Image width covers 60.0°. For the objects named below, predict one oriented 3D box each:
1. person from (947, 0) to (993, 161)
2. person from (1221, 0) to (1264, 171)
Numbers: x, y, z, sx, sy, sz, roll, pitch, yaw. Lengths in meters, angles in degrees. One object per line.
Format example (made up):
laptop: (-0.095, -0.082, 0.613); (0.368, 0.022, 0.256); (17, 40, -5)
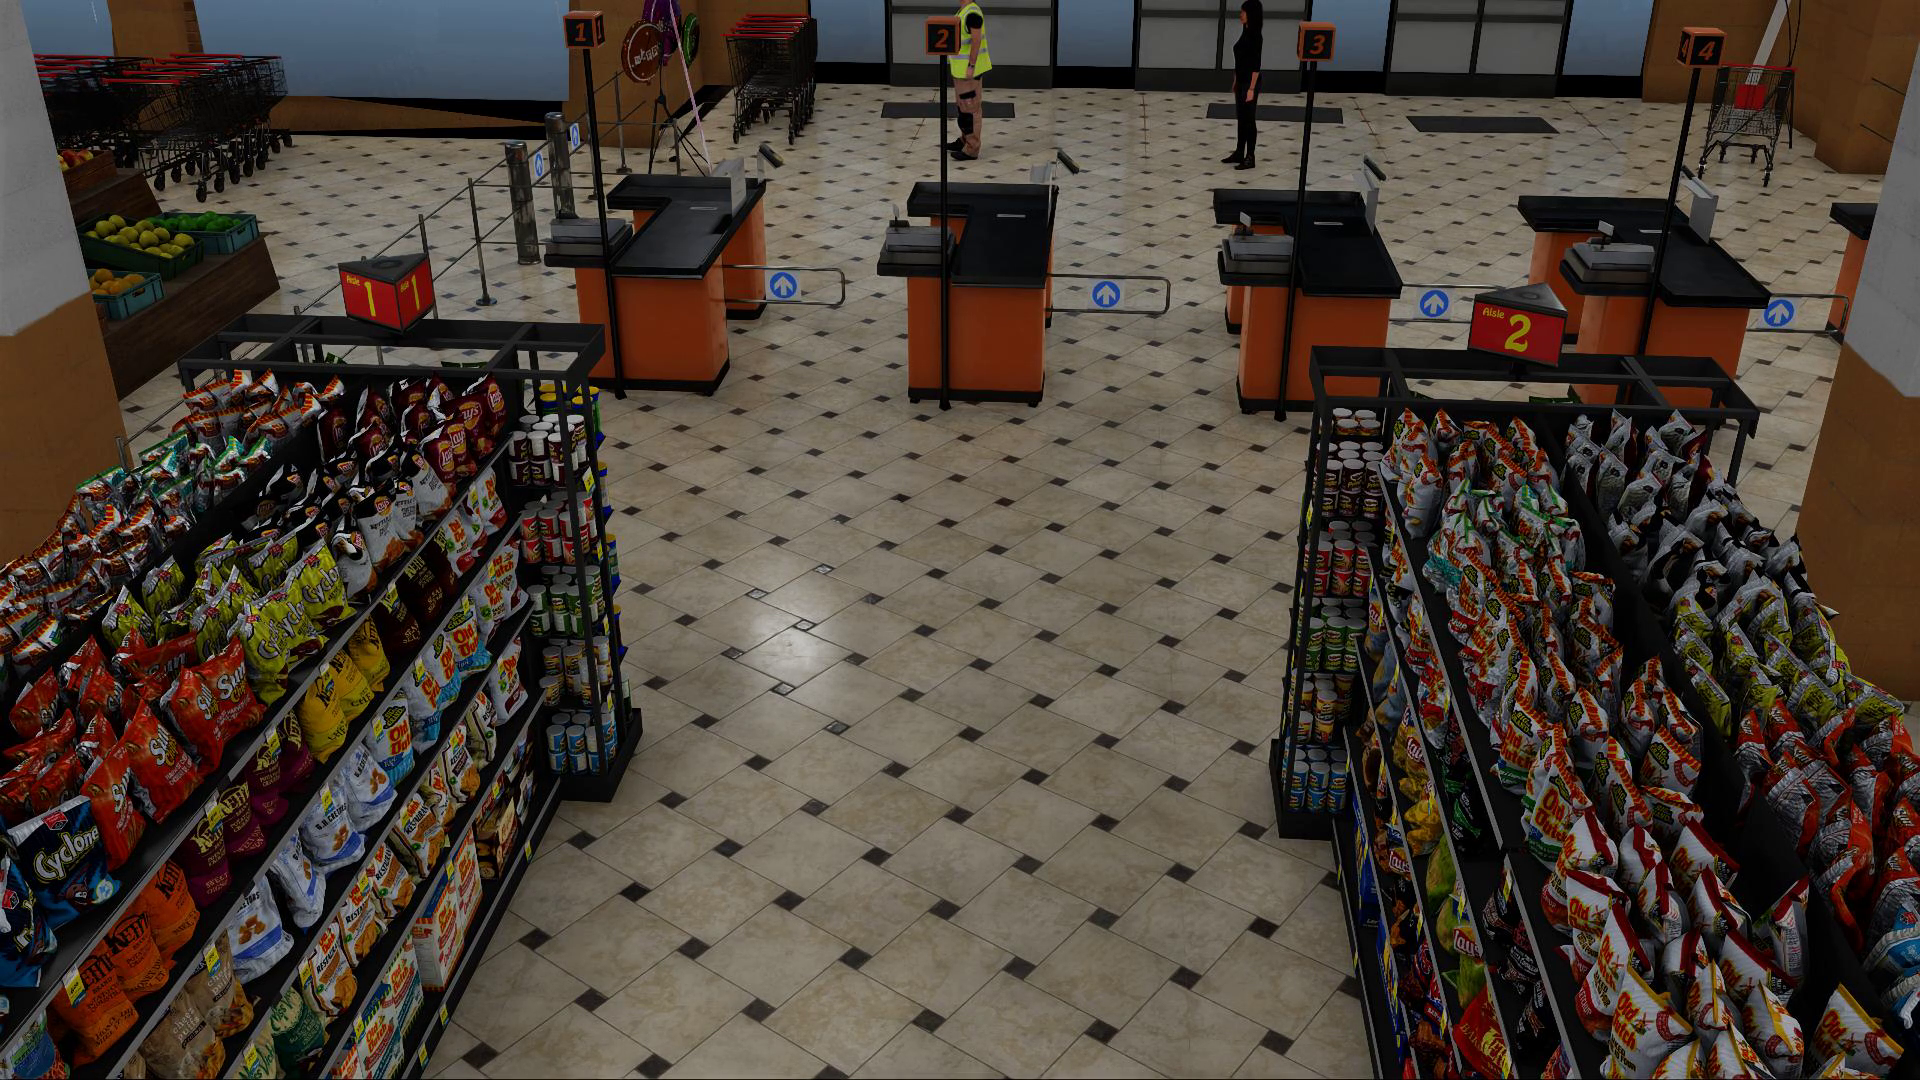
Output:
person: (0.065, -4.840, 16.976); (0.832, 1.847, 0.740); (-4, 27, -9)
person: (2.890, -4.573, 16.677); (0.692, 1.642, 0.556); (-8, 28, -15)
